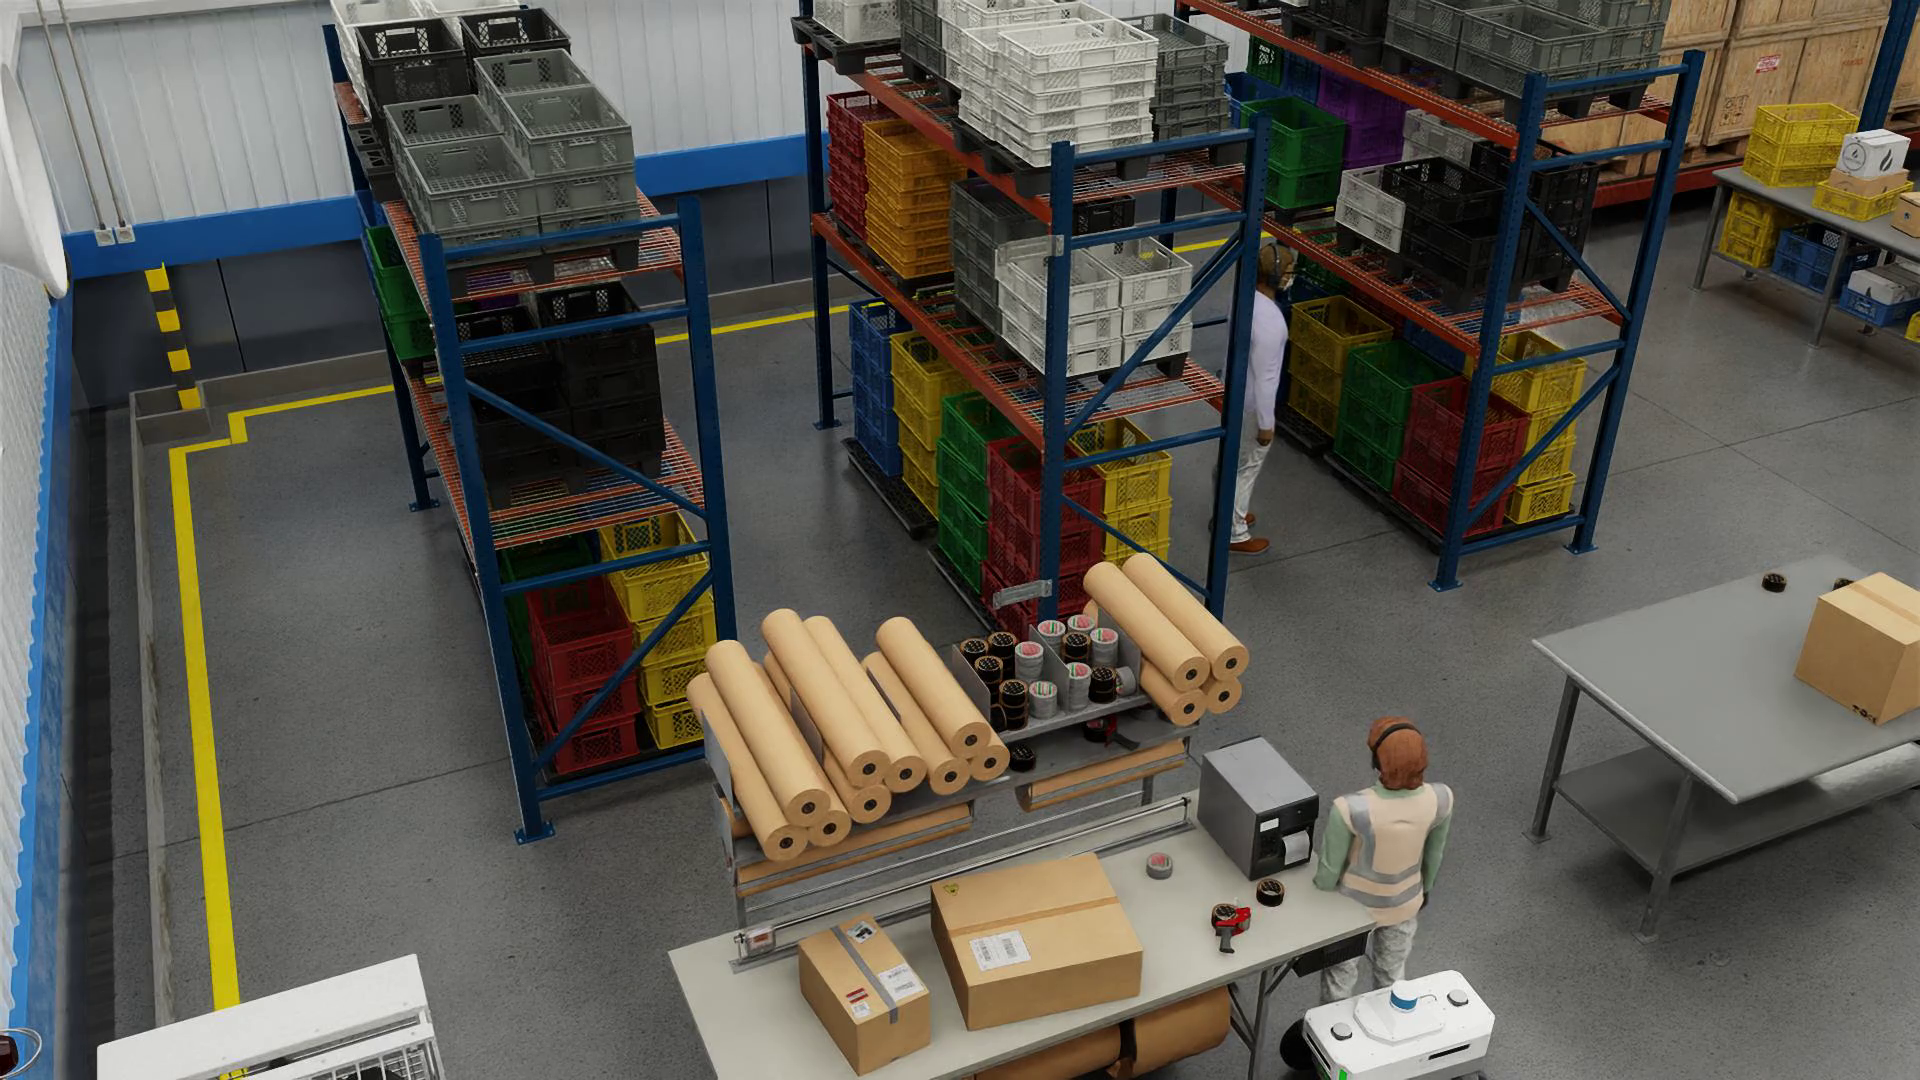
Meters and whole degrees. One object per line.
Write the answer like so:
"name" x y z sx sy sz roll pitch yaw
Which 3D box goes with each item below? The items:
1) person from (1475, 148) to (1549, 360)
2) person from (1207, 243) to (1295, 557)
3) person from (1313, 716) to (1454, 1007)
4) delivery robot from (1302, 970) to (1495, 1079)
"person" 3.797 -1.903 11.536 0.777 1.864 0.587 -5 32 -8
"person" 1.691 -0.813 9.693 0.370 1.932 0.634 -5 32 -7
"person" 1.597 1.388 6.403 0.523 1.631 0.314 -8 32 -12
"delivery robot" 1.702 1.920 6.471 0.707 0.478 0.477 -10 33 -16
